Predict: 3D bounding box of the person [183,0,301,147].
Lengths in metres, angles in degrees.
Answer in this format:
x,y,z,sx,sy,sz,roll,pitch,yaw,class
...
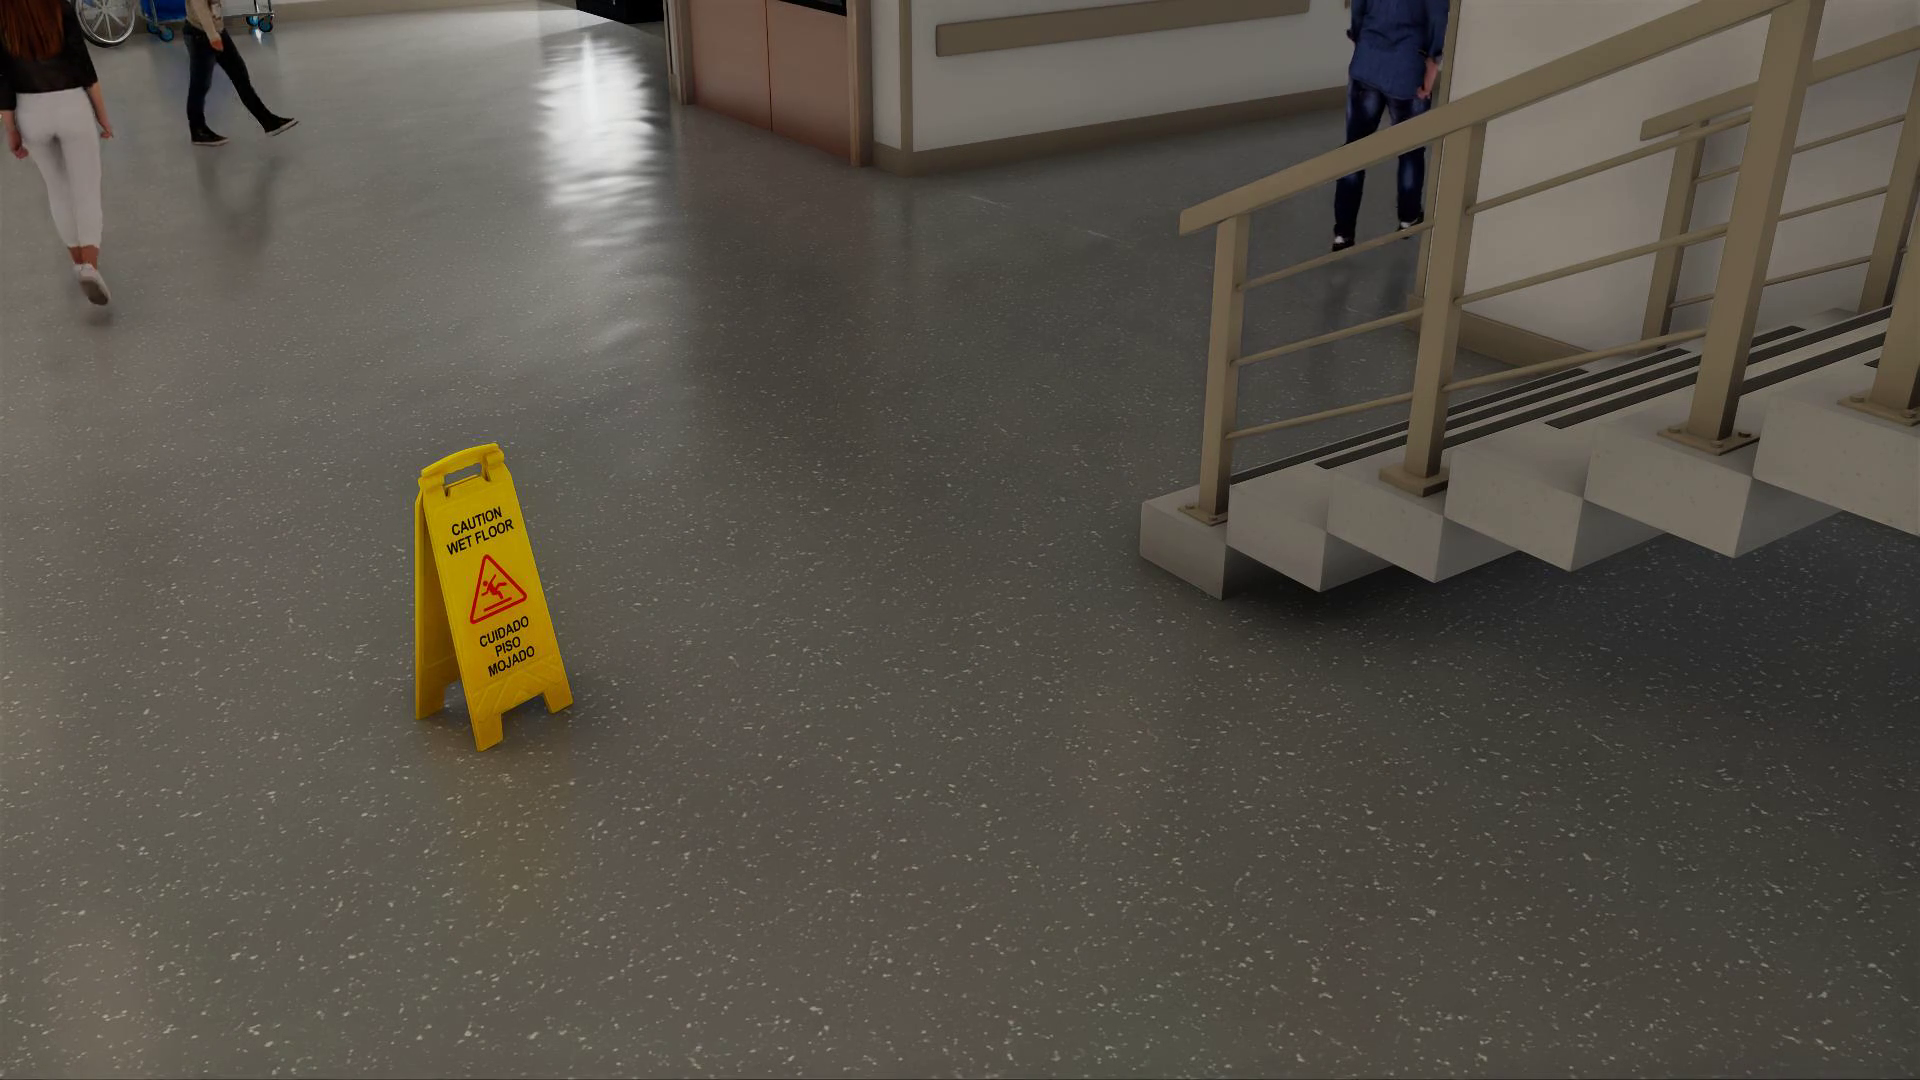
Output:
x,y,z,sx,sy,sz,roll,pitch,yaw,class
-4.976,-3.288,10.842,0.922,1.439,0.927,-1,26,-2,person

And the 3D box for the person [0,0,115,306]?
x,y,z,sx,sy,sz,roll,pitch,yaw,class
-4.209,-1.923,7.745,0.821,1.670,1.165,-7,27,-15,person

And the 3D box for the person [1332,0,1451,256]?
x,y,z,sx,sy,sz,roll,pitch,yaw,class
2.124,-2.277,8.353,1.222,1.779,1.096,15,30,28,person
